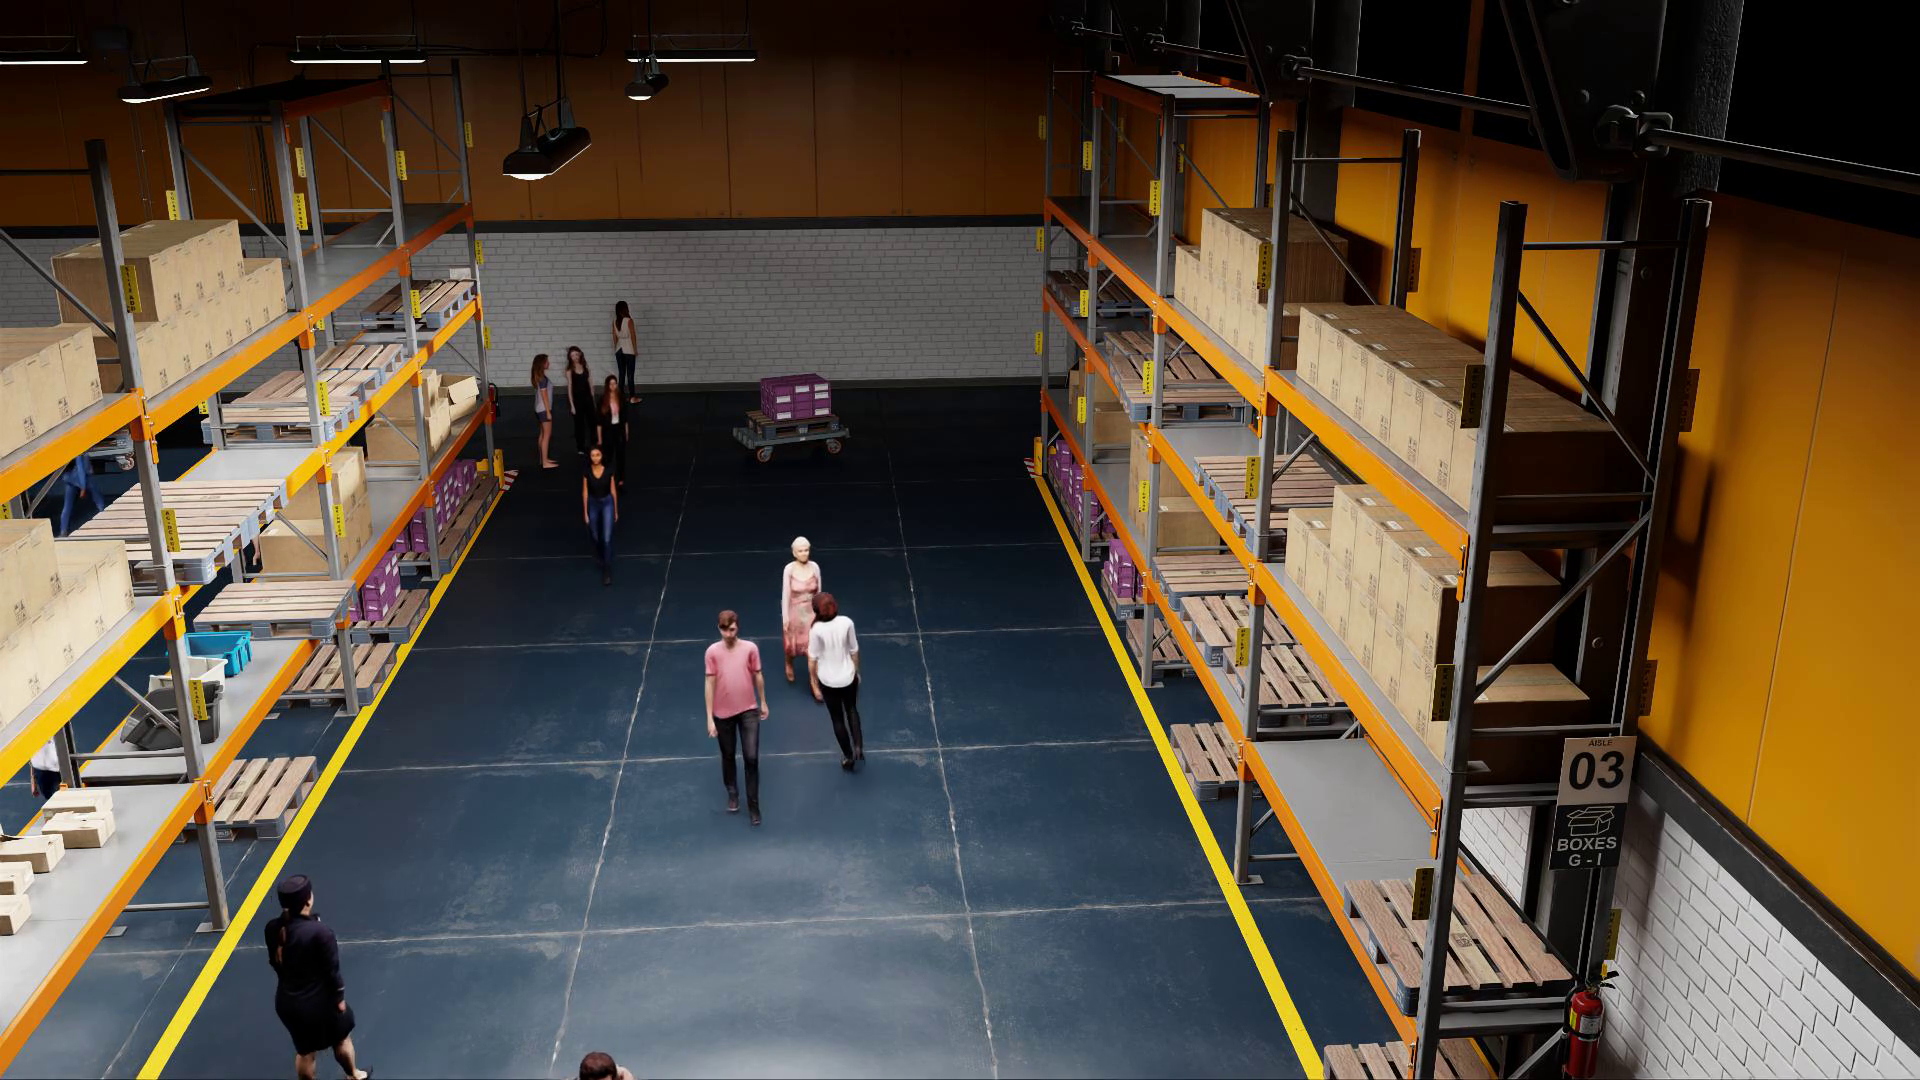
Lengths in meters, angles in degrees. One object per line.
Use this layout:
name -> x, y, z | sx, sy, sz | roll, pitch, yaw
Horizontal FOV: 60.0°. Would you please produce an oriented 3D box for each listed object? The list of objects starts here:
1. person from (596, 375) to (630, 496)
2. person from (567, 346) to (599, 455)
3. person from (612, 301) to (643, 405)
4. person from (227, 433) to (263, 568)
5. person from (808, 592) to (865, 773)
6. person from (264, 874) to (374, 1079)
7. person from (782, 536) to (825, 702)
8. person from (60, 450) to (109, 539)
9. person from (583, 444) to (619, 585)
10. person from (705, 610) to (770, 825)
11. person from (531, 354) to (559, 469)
person -> -4.989, -1.541, 23.870 | 0.812, 1.687, 1.146 | -7, 20, -19
person -> -5.877, -2.164, 25.649 | 0.768, 1.733, 0.749 | 17, 25, 41
person -> -5.805, -3.256, 28.810 | 0.673, 1.784, 0.671 | 7, 20, 21
person -> -8.973, -0.539, 20.754 | 0.678, 1.777, 0.670 | -4, 19, -12
person -> -1.108, 1.345, 15.186 | 0.696, 1.761, 0.662 | -5, 19, -16
person -> -4.177, 2.952, 10.565 | 0.870, 1.664, 0.932 | 5, 19, 16
person -> -1.646, 0.769, 17.052 | 0.801, 1.660, 1.094 | -7, 20, -19
person -> -11.401, -0.675, 21.337 | 1.131, 1.663, 1.235 | 13, 23, 34
person -> -4.388, -0.366, 20.336 | 0.647, 1.716, 1.078 | -4, 19, -12
person -> -1.965, 1.467, 14.558 | 0.755, 1.929, 0.934 | -3, 19, -10
person -> -6.281, -1.950, 25.019 | 0.725, 1.728, 0.589 | -8, 20, -23
